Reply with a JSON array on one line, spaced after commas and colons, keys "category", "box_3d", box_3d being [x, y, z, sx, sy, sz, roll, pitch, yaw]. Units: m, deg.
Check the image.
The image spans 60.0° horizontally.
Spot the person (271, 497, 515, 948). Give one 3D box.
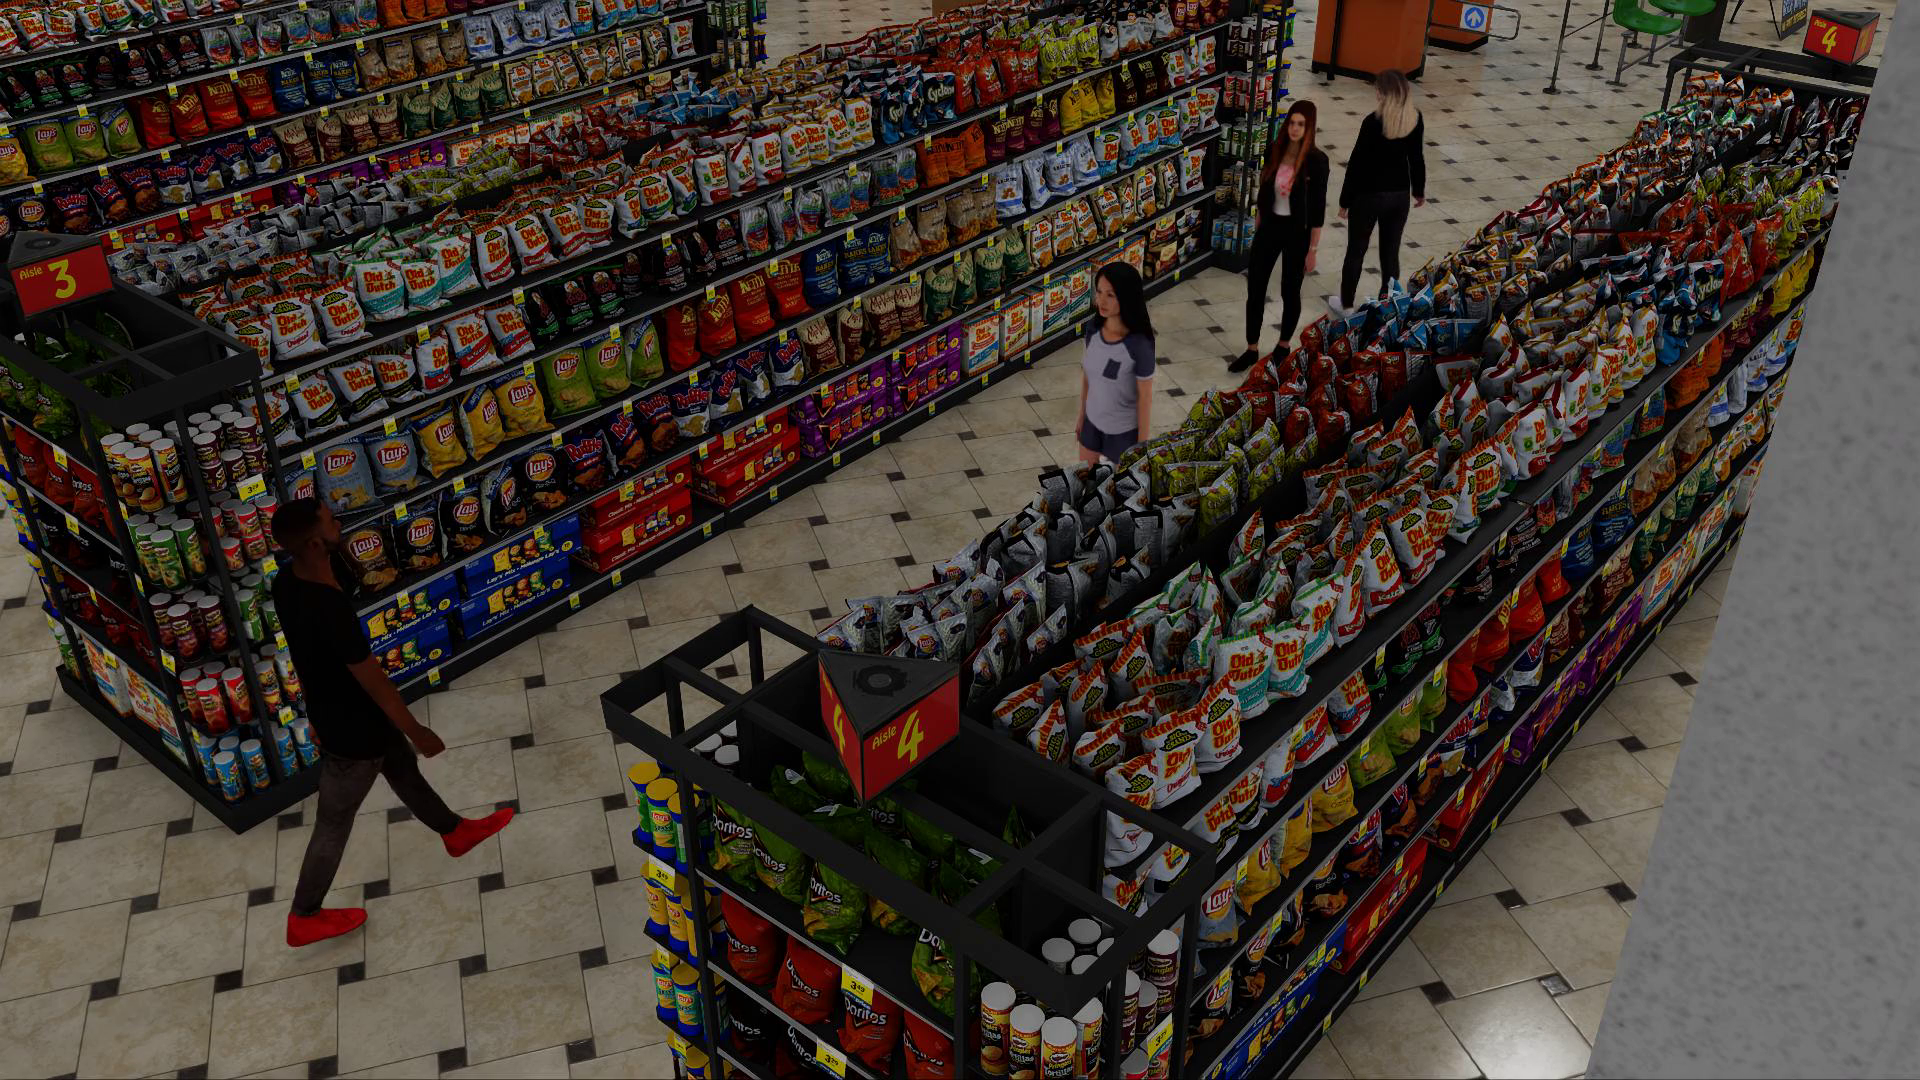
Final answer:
[{"category": "person", "box_3d": [-2.262, 0.706, 5.943, 1.250, 1.759, 0.835, -22, 38, -31]}]

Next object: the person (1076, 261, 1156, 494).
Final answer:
[{"category": "person", "box_3d": [0.806, -0.568, 8.053, 0.846, 1.693, 0.703, -21, 38, -30]}]

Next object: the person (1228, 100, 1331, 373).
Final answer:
[{"category": "person", "box_3d": [2.026, -1.860, 10.122, 0.658, 1.701, 0.726, 22, 38, 31]}]

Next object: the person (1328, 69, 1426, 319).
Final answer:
[{"category": "person", "box_3d": [2.680, -2.147, 10.612, 0.844, 1.670, 0.952, -4, 32, -7]}]
